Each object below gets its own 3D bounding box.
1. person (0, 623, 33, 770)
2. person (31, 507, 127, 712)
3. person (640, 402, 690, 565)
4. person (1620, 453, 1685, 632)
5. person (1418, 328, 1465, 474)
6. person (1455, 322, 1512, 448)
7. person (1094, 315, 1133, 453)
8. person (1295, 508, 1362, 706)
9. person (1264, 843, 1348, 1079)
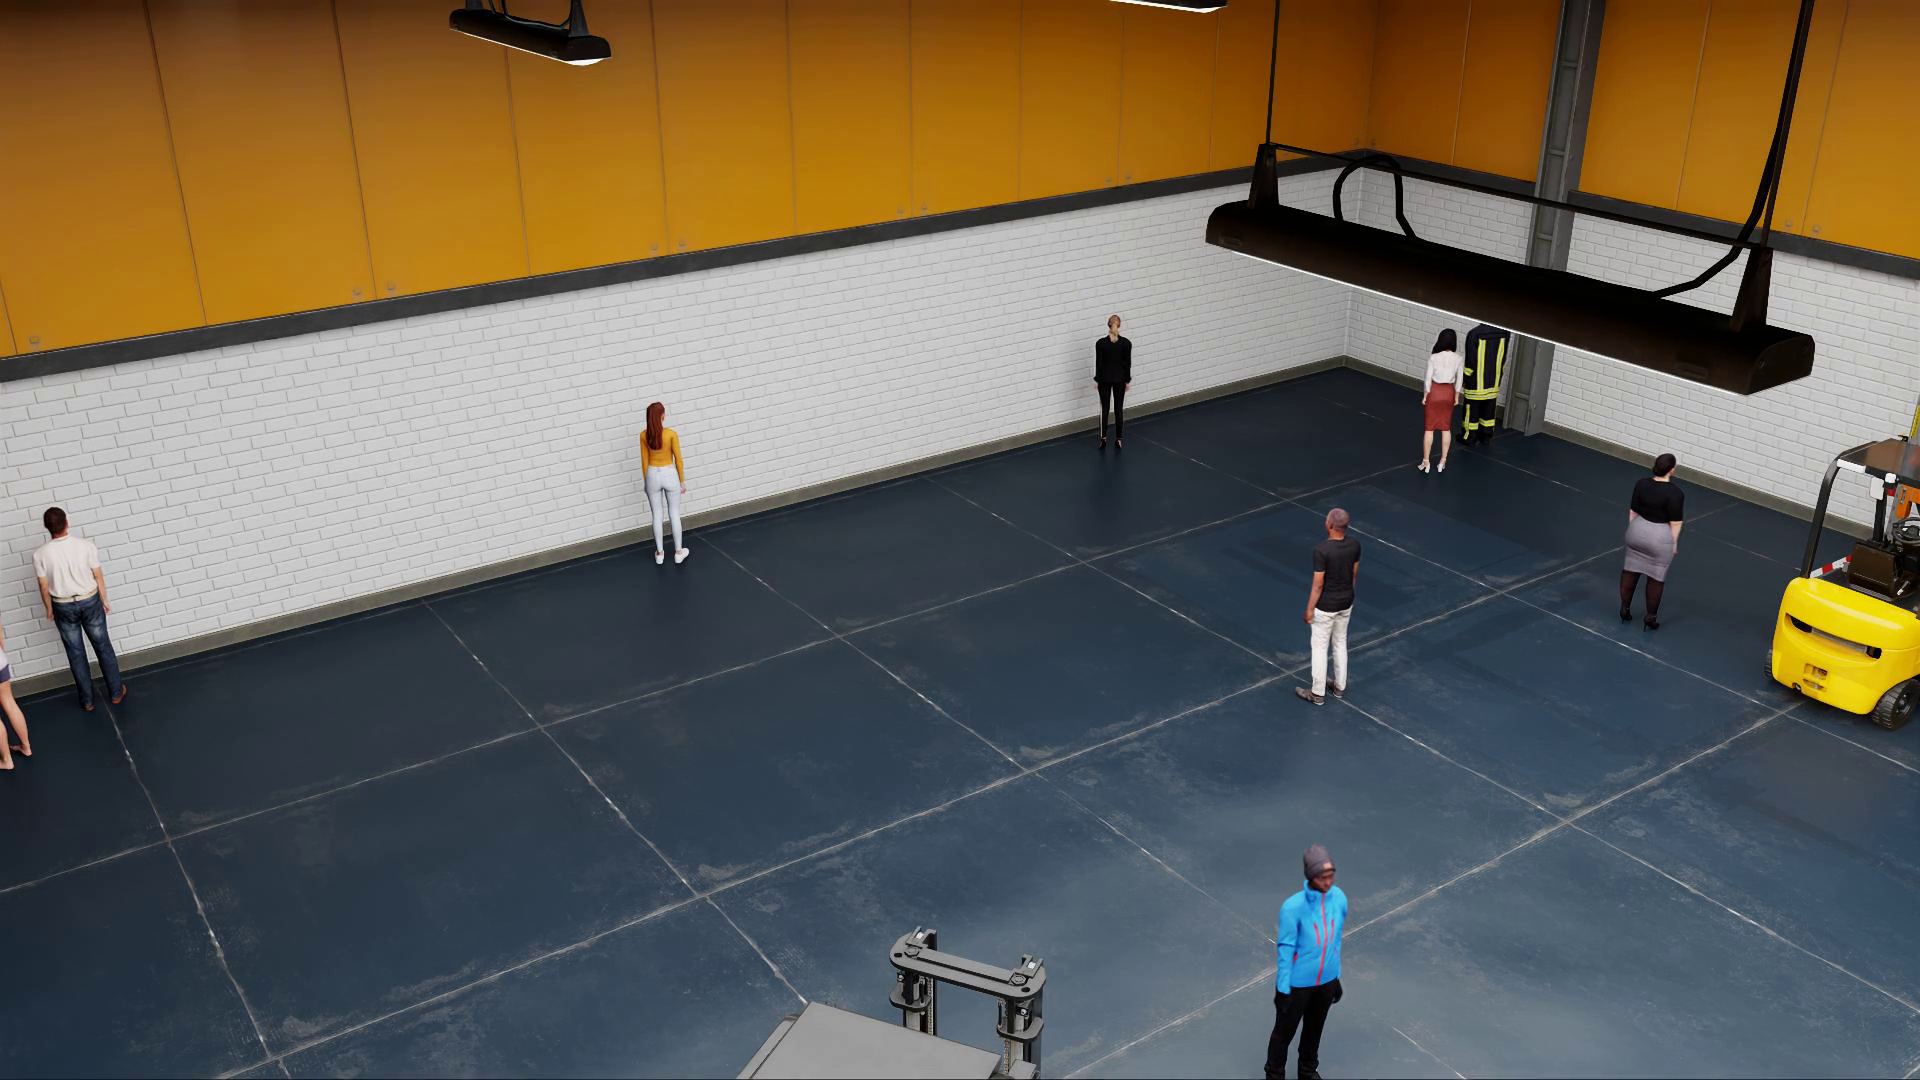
[{"bbox_3d":[-7.880,1.044,13.469,0.738,1.730,0.694,6,24,14],"label":"person"},{"bbox_3d":[-7.625,0.586,14.359,0.676,1.855,0.601,-12,26,-26],"label":"person"},{"bbox_3d":[-3.079,-0.598,17.202,0.677,1.749,0.703,0,24,-1],"label":"person"},{"bbox_3d":[6.562,0.008,15.802,0.720,1.759,0.559,-18,29,-35],"label":"person"},{"bbox_3d":[5.656,-1.642,19.586,0.674,1.751,0.691,0,24,-1],"label":"person"},{"bbox_3d":[6.433,-2.055,20.443,0.842,1.821,0.817,-5,24,-11],"label":"person"},{"bbox_3d":[1.854,-1.909,20.253,0.703,1.707,0.727,0,24,0],"label":"person"},{"bbox_3d":[3.228,0.569,14.463,0.687,1.804,0.602,-13,27,-27],"label":"person"},{"bbox_3d":[2.053,2.583,9.867,0.643,1.794,0.595,-11,26,-23],"label":"person"}]
